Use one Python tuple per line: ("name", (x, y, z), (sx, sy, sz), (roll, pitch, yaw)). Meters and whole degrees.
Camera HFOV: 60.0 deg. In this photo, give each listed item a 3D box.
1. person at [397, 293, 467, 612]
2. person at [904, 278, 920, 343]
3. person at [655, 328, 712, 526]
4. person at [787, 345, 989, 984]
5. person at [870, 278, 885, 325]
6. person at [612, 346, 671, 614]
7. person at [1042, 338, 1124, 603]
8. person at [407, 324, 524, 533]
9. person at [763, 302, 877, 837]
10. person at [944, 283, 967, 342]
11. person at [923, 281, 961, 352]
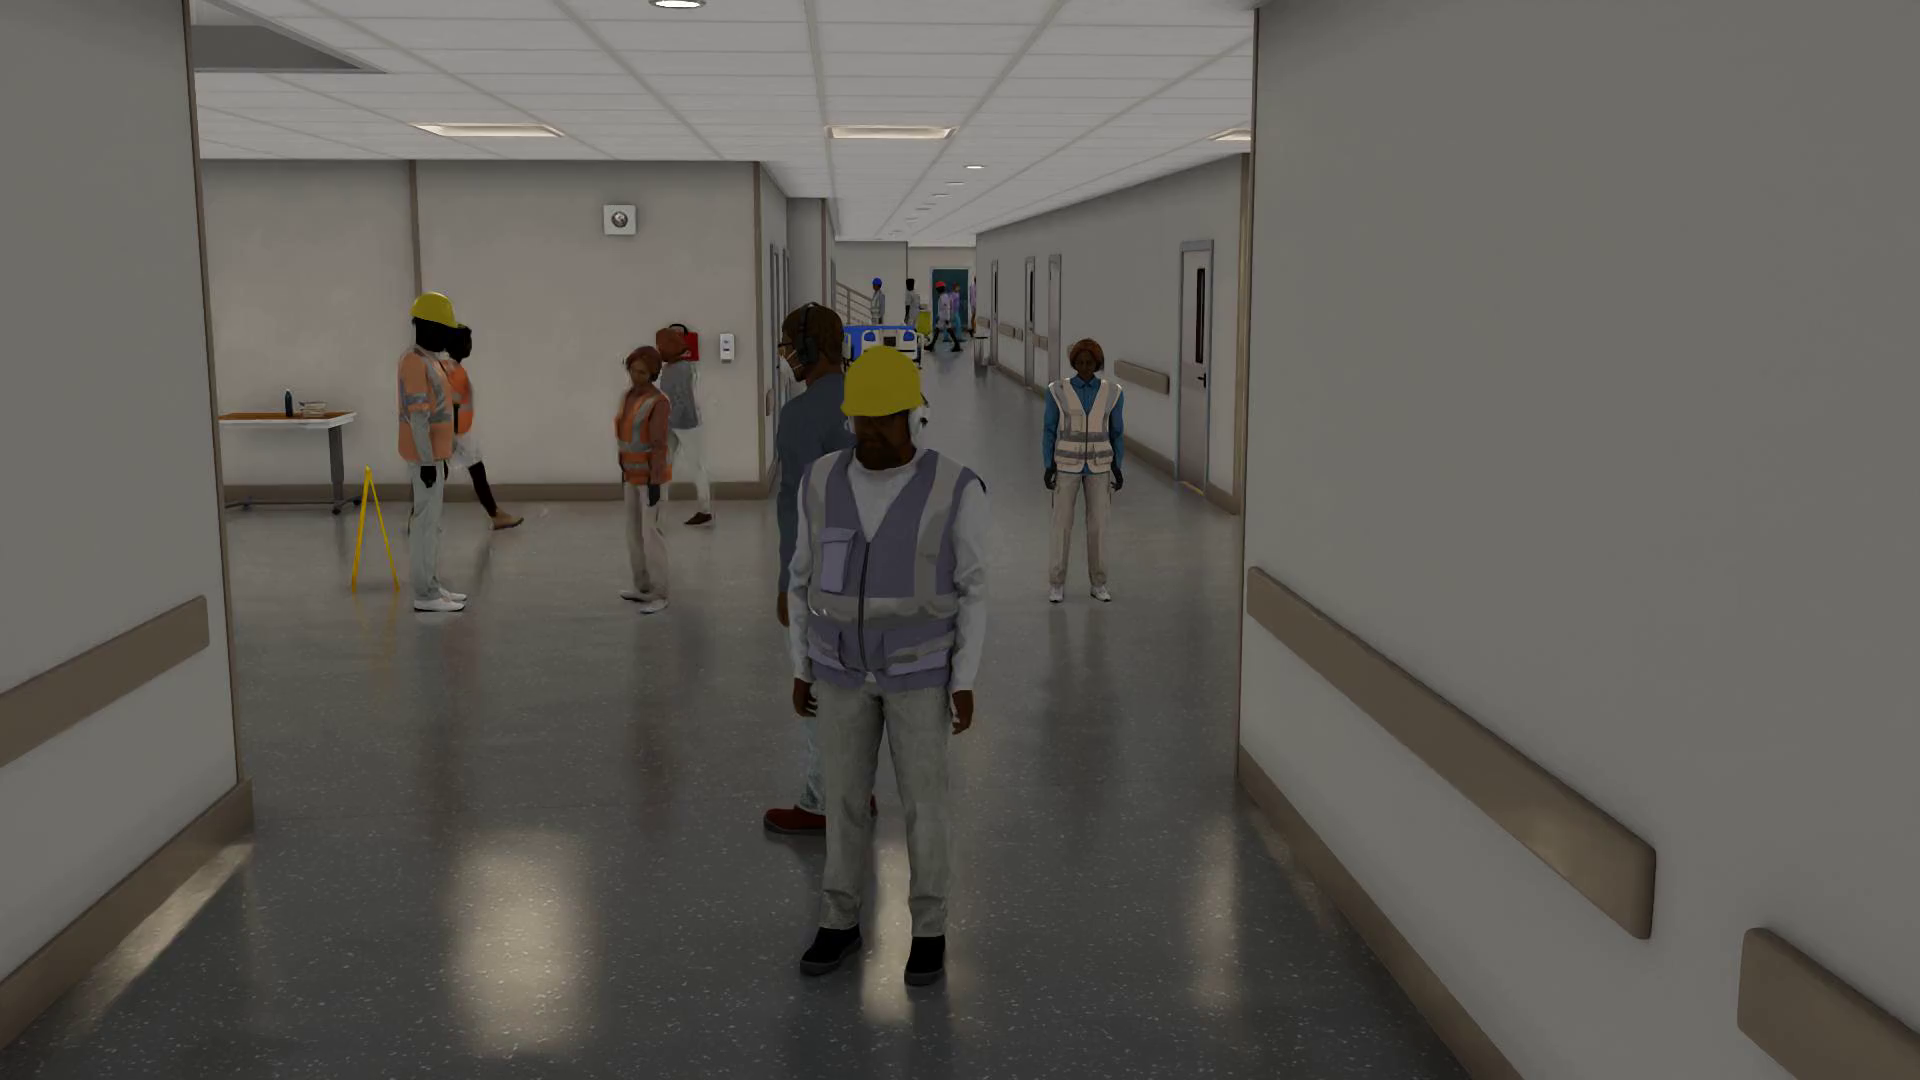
("person", (-3.194, -0.529, 10.070), (0.382, 1.917, 0.585), (-2, 9, -12))
("person", (-1.263, -5.848, 43.373), (0.388, 1.951, 0.611), (4, 10, 25))
("person", (-2.332, -0.880, 13.262), (0.807, 1.589, 0.493), (-7, 11, -38))
("person", (-0.224, 0.359, 4.773), (0.595, 1.827, 0.403), (2, 9, 15))
("person", (-2.106, -5.722, 42.565), (0.380, 1.951, 0.605), (-4, 10, -26))
("person", (-1.923, -0.361, 10.003), (0.318, 1.608, 0.646), (-7, 11, -36))
("person", (0.763, -0.429, 10.310), (0.514, 1.639, 0.311), (-1, 9, -5))
("person", (-3.954, -0.869, 13.053), (0.886, 1.643, 0.540), (-6, 11, -32))
("person", (-0.487, 0.107, 6.053), (0.388, 1.930, 0.632), (3, 10, 20))
("person", (-0.161, -6.838, 50.106), (0.897, 1.775, 0.577), (6, 11, 32))
("person", (-0.441, -5.892, 43.881), (1.032, 1.876, 0.548), (1, 9, 7))
